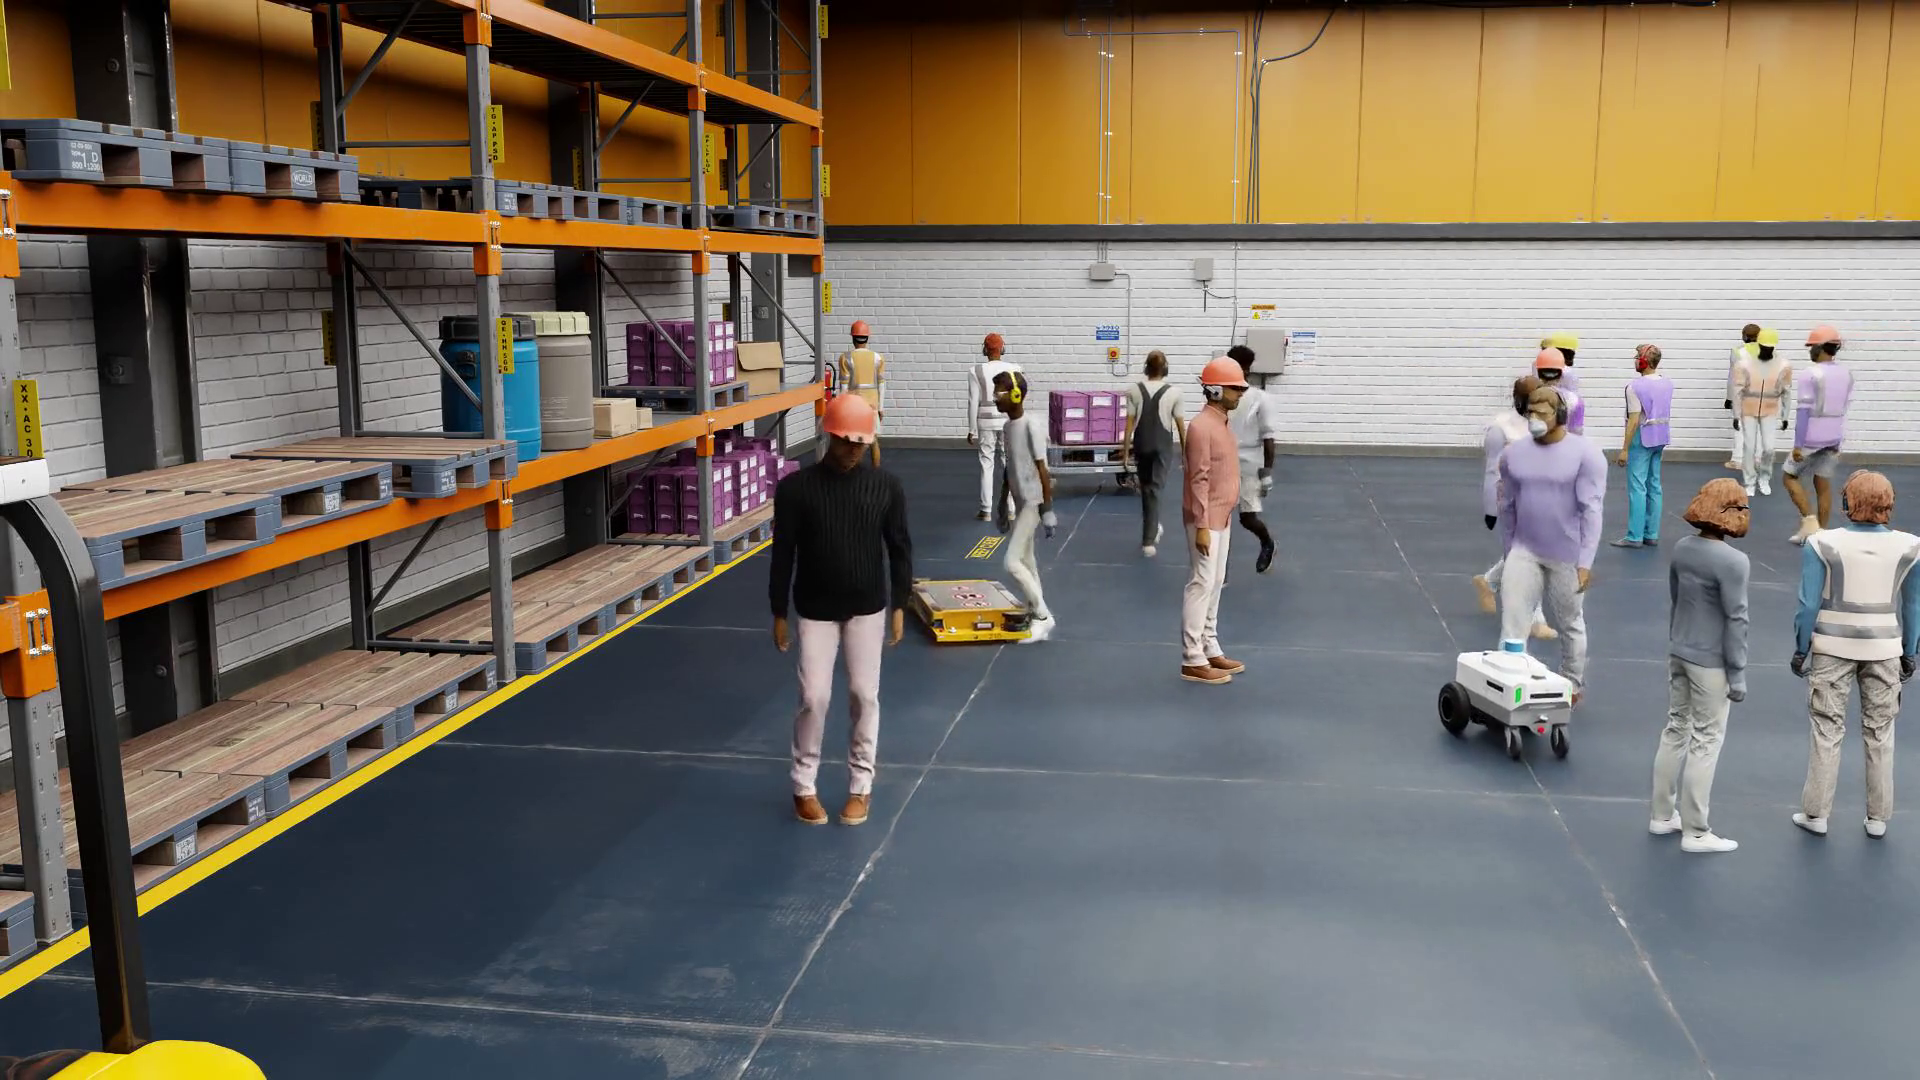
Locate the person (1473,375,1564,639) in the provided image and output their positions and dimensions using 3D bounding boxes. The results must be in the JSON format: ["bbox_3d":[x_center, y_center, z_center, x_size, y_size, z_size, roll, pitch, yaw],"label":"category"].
[{"bbox_3d":[3.890,-0.260,11.587,0.631,1.809,0.829,-5,10,-27],"label":"person"}]

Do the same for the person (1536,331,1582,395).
[{"bbox_3d":[5.953,-1.113,16.498,0.413,1.909,0.596,-2,9,-10],"label":"person"}]

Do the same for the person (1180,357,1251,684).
[{"bbox_3d":[1.560,-0.125,10.202,0.400,1.990,0.622,4,10,25],"label":"person"}]

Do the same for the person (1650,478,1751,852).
[{"bbox_3d":[3.232,0.537,7.221,0.280,1.625,0.493,-1,9,-6],"label":"person"}]

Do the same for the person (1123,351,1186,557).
[{"bbox_3d":[1.757,-0.782,14.837,0.534,1.790,0.982,3,10,18],"label":"person"}]

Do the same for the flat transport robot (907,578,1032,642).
[{"bbox_3d":[0.039,0.475,11.760,0.652,0.197,1.431,-2,9,-10],"label":"flat transport robot"}]

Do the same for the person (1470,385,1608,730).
[{"bbox_3d":[3.200,0.098,9.124,0.647,1.884,1.019,9,13,43],"label":"person"}]

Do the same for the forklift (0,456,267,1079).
[{"bbox_3d":[-2.328,0.975,2.765,2.313,2.155,1.214,1,9,9],"label":"forklift"}]

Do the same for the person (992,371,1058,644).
[{"bbox_3d":[0.429,-0.203,11.129,0.422,1.840,0.570,-3,10,-18],"label":"person"}]

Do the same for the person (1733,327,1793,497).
[{"bbox_3d":[8.844,-1.406,18.380,0.595,1.896,0.493,4,10,21],"label":"person"}]

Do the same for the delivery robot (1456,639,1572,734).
[{"bbox_3d":[2.925,0.767,8.802,0.477,0.478,0.707,-2,9,-10],"label":"delivery robot"}]

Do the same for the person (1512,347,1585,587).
[{"bbox_3d":[4.587,-0.549,13.037,0.551,1.922,0.619,3,10,17],"label":"person"}]

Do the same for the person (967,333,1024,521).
[{"bbox_3d":[0.355,-1.128,16.678,0.572,1.887,0.354,-2,9,-11],"label":"person"}]

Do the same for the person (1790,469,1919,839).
[{"bbox_3d":[3.951,0.509,7.341,0.524,1.639,0.306,2,9,11],"label":"person"}]

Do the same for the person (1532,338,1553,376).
[{"bbox_3d":[7.588,-1.785,21.489,0.522,1.639,0.309,-3,10,-17],"label":"person"}]

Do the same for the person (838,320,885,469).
[{"bbox_3d":[-1.137,-1.537,19.041,0.547,1.938,0.377,-3,10,-20],"label":"person"}]

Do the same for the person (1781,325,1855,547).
[{"bbox_3d":[7.686,-0.913,14.934,0.626,2.021,0.447,-3,10,-18],"label":"person"}]

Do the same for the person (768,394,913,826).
[{"bbox_3d":[-0.532,0.328,7.535,0.656,1.963,0.461,-2,9,-13],"label":"person"}]

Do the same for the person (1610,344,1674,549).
[{"bbox_3d":[6.185,-0.839,15.009,0.565,1.849,0.388,-6,11,-33],"label":"person"}]

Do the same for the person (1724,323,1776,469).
[{"bbox_3d":[9.969,-1.813,21.048,0.631,1.840,0.428,-1,9,-9],"label":"person"}]

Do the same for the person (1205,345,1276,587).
[{"bbox_3d":[2.213,-0.578,13.162,0.675,1.938,0.768,8,12,40],"label":"person"}]
